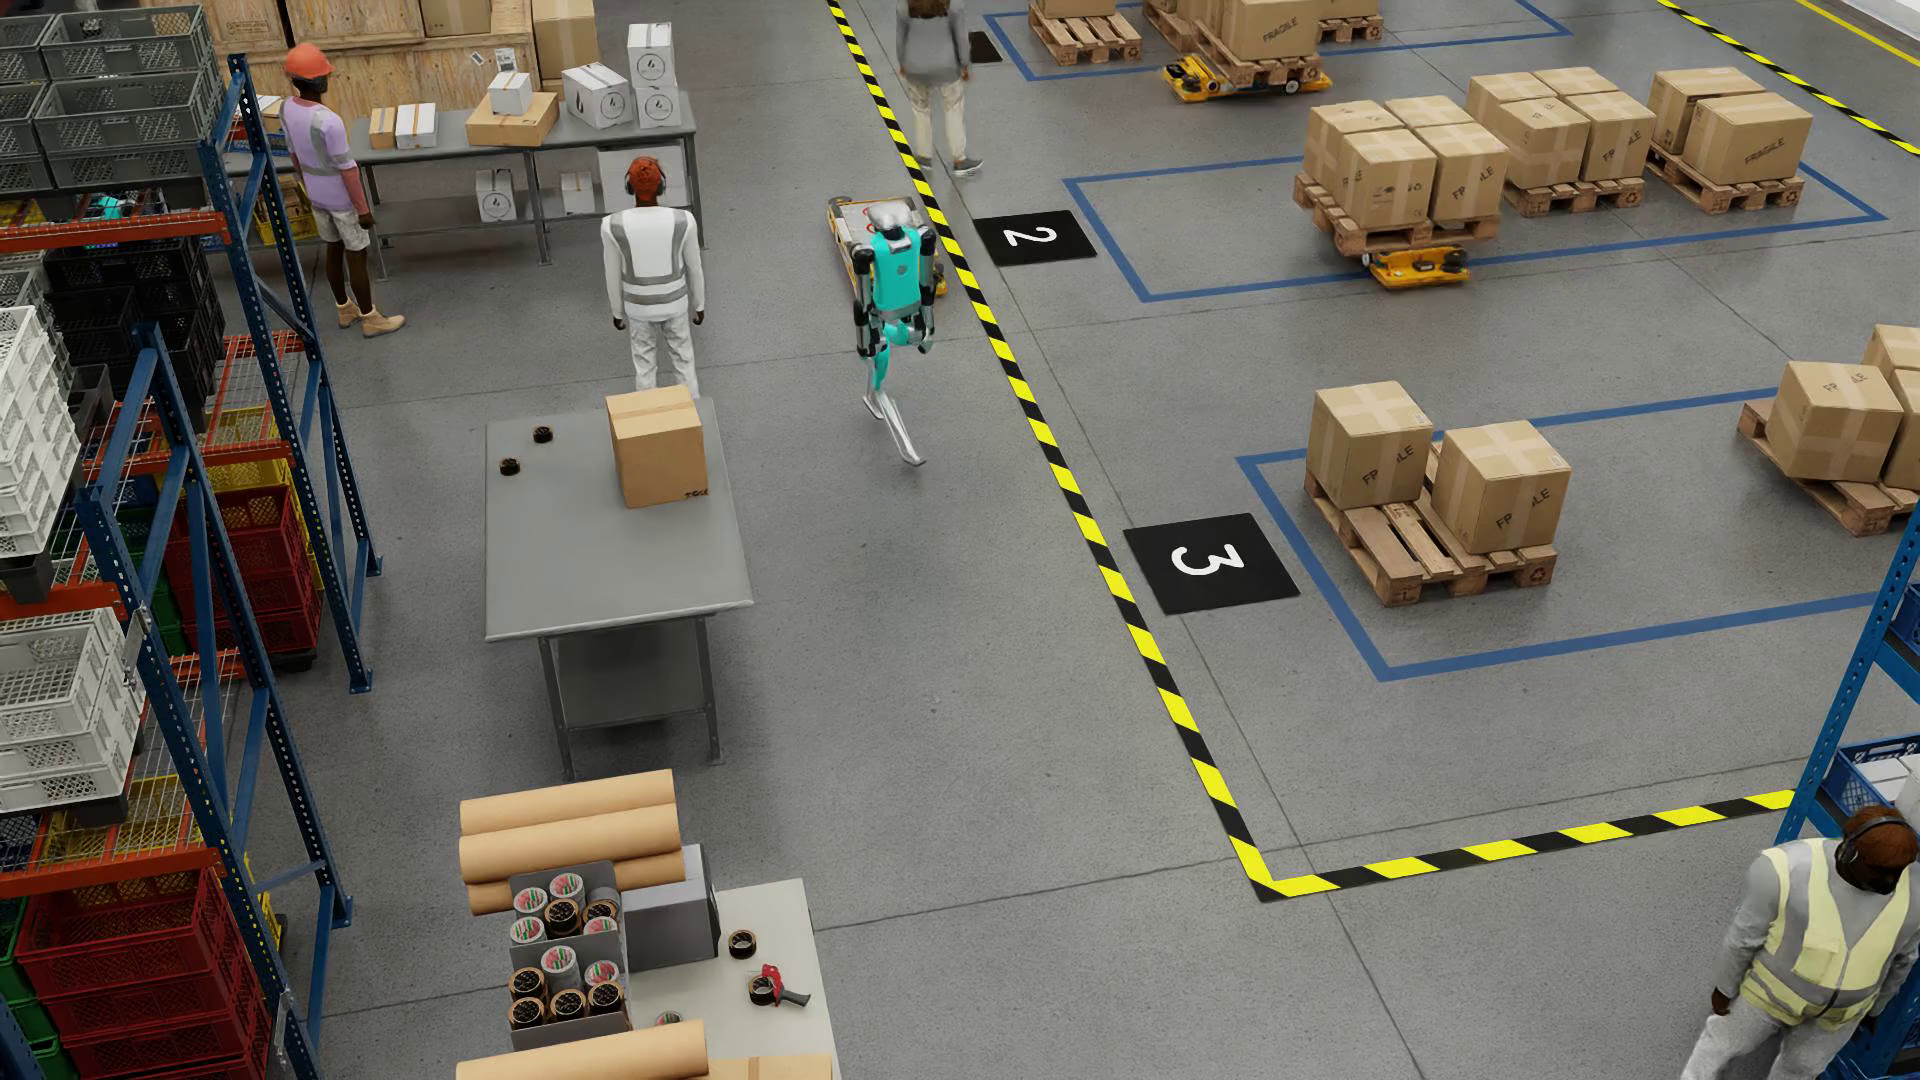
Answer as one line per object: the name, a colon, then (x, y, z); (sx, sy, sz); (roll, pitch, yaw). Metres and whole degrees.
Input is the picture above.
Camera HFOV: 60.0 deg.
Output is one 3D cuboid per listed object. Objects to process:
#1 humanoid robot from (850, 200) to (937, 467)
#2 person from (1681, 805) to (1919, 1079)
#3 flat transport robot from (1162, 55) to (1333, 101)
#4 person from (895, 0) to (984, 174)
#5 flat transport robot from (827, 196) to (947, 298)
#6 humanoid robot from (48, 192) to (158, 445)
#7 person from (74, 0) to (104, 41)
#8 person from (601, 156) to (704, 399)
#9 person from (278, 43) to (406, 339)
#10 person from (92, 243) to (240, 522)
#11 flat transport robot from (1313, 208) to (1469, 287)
humanoid robot: (-0.478, -1.318, 10.123); (0.554, 1.745, 1.061); (-18, 40, -23)
person: (3.064, 1.639, 6.045); (0.632, 1.836, 0.429); (7, 37, 9)
flat transport robot: (2.650, -4.316, 15.331); (1.431, 0.197, 0.652); (-8, 37, -10)
person: (-0.180, -3.863, 13.527); (0.700, 1.728, 0.457); (5, 37, 6)
flat transport robot: (-0.570, -2.220, 12.538); (0.659, 0.231, 1.431); (-8, 37, -10)
humanoid robot: (-5.083, -1.310, 10.003); (0.533, 1.690, 0.741); (-5, 37, -6)
person: (-8.637, -5.732, 15.949); (0.403, 1.827, 0.597); (-11, 38, -15)
person: (-1.835, -1.419, 10.120); (0.579, 1.878, 0.363); (-8, 37, -10)
person: (-4.188, -2.332, 11.205); (0.613, 2.040, 0.375); (24, 43, 28)
person: (-4.372, -0.801, 9.227); (0.398, 1.942, 0.609); (-21, 42, -26)
flat transport robot: (3.274, -2.371, 12.717); (0.652, 0.197, 1.431); (-8, 37, -10)
